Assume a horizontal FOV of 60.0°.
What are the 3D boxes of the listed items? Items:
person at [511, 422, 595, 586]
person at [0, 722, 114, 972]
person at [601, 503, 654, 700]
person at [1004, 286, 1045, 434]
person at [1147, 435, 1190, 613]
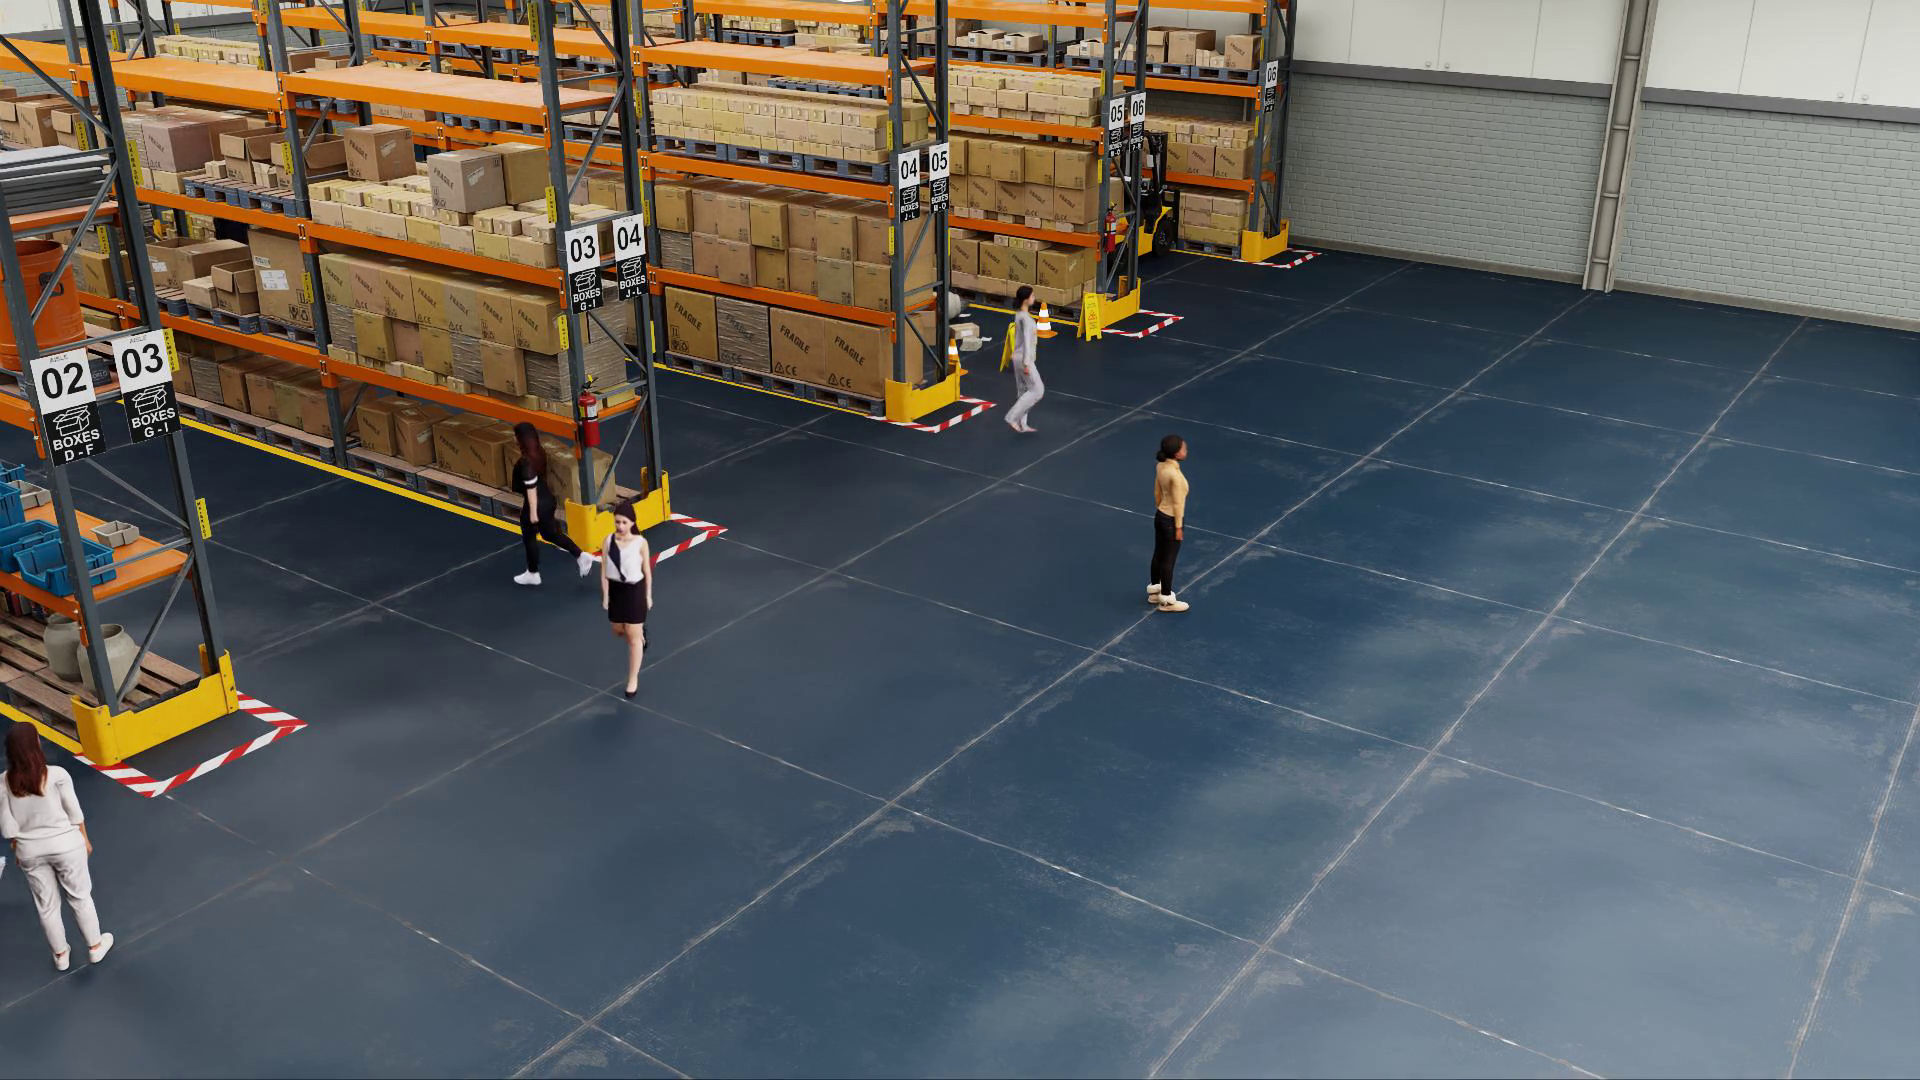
[{"bbox_3d":[-3.846,-0.320,15.456,1.106,1.622,0.917,2,23,5],"label":"person"},{"bbox_3d":[-5.583,1.875,10.210,0.686,1.689,0.719,-8,24,-17],"label":"person"},{"bbox_3d":[-2.706,0.452,13.627,0.944,1.633,0.897,2,23,4],"label":"person"},{"bbox_3d":[0.676,-2.083,19.422,0.860,1.763,0.800,-3,23,-6],"label":"person"},{"bbox_3d":[1.890,-0.171,15.057,0.743,1.660,0.662,-7,24,-16],"label":"person"}]
